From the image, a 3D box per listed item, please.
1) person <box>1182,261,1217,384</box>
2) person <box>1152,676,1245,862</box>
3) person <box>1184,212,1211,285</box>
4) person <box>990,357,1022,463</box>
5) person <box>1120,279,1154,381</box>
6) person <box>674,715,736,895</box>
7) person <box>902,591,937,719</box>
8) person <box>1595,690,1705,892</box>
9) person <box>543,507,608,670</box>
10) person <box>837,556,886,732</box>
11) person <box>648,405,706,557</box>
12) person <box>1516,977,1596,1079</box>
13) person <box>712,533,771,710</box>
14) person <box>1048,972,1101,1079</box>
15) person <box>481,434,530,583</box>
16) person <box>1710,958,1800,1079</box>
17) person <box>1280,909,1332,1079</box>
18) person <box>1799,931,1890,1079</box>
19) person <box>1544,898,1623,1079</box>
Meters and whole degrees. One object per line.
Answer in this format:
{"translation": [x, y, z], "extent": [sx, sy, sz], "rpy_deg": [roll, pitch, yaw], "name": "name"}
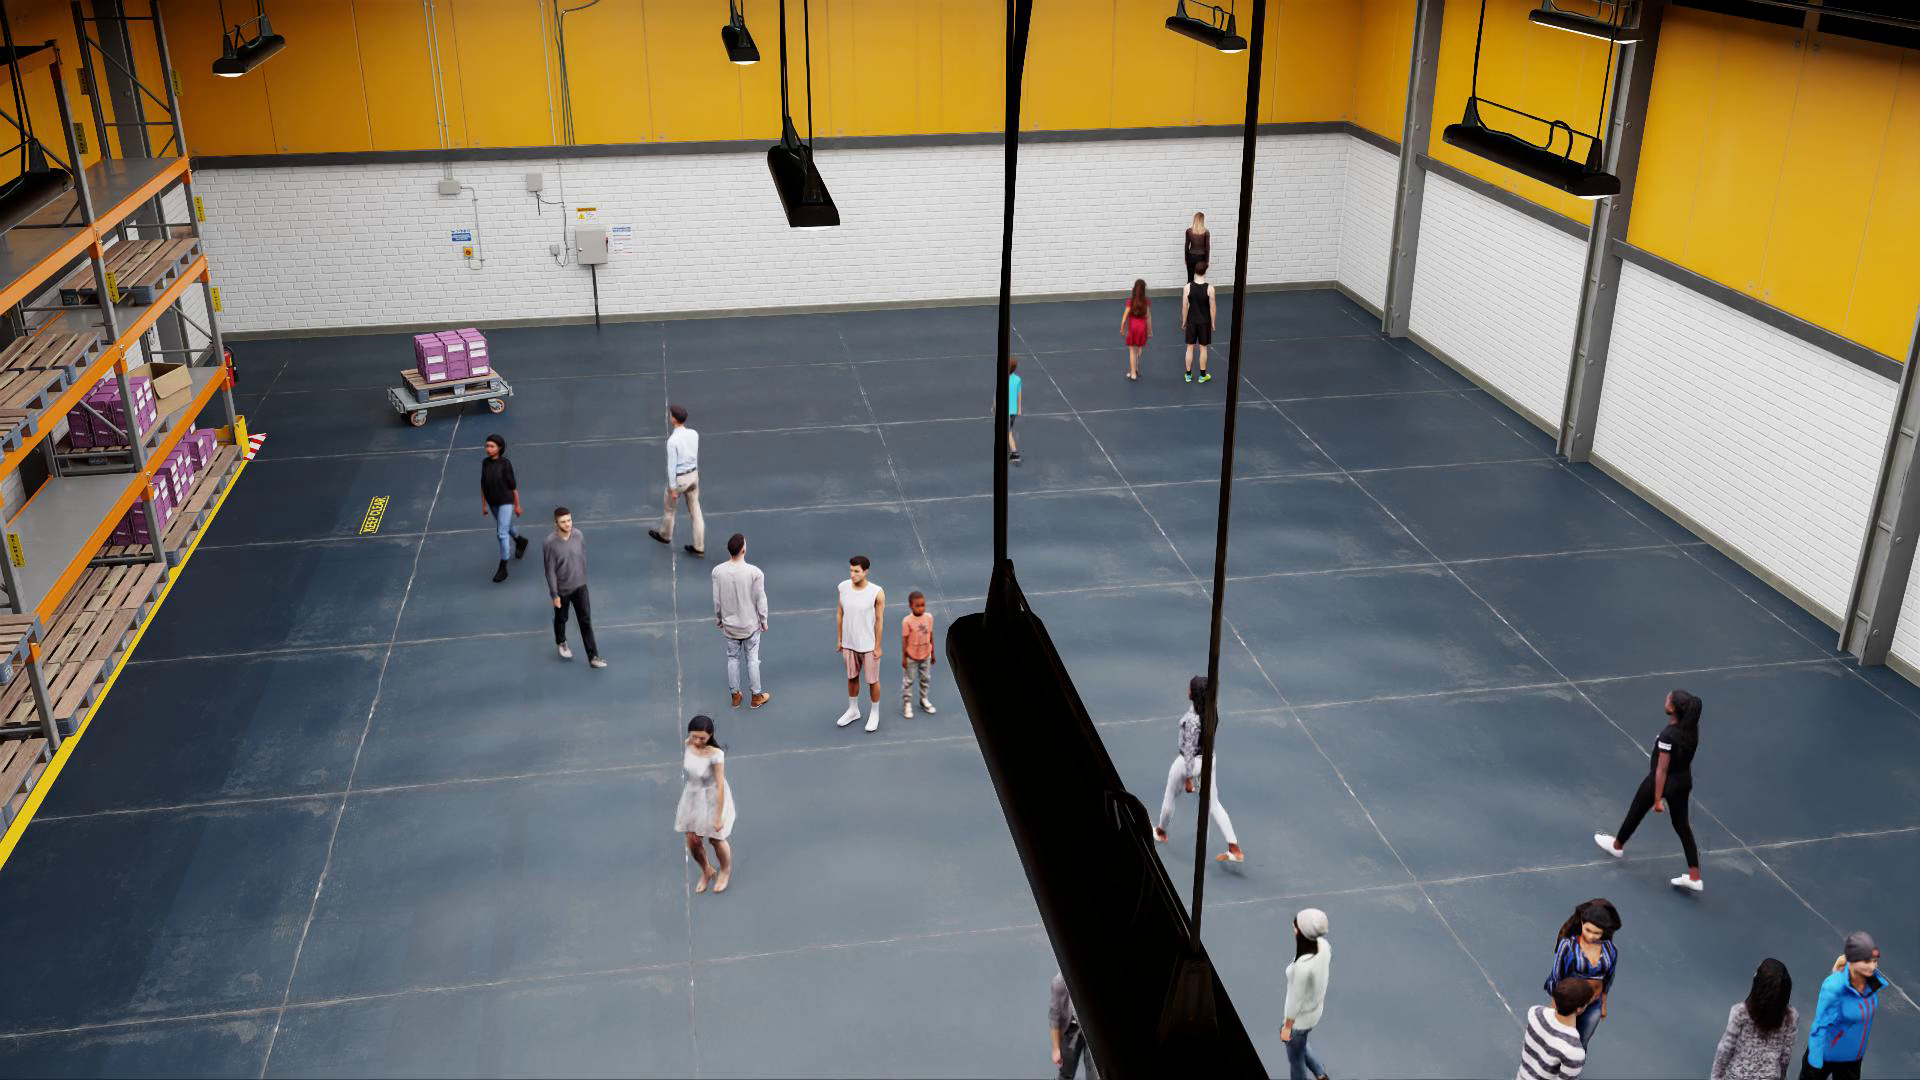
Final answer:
{"translation": [3.673, -3.361, 25.599], "extent": [0.763, 1.892, 0.757], "rpy_deg": [7, 25, 16], "name": "person"}
{"translation": [2.033, 1.927, 13.767], "extent": [1.262, 1.680, 1.093], "rpy_deg": [20, 30, 38], "name": "person"}
{"translation": [4.197, -4.973, 29.522], "extent": [0.673, 1.703, 0.680], "rpy_deg": [9, 25, 20], "name": "person"}
{"translation": [0.680, -1.746, 22.492], "extent": [0.788, 1.420, 1.018], "rpy_deg": [-15, 28, -30], "name": "person"}
{"translation": [2.771, -3.243, 25.788], "extent": [0.693, 1.523, 0.856], "rpy_deg": [-4, 24, -8], "name": "person"}
{"translation": [-1.989, 2.109, 13.279], "extent": [0.844, 1.737, 0.909], "rpy_deg": [20, 30, 38], "name": "person"}
{"translation": [-0.419, 1.089, 16.148], "extent": [0.526, 1.307, 0.516], "rpy_deg": [-10, 25, -21], "name": "person"}
{"translation": [5.824, 2.049, 13.481], "extent": [0.909, 1.684, 1.277], "rpy_deg": [-14, 27, -29], "name": "person"}
{"translation": [-4.055, 0.473, 17.051], "extent": [0.981, 1.713, 1.216], "rpy_deg": [-17, 29, -34], "name": "person"}
{"translation": [-0.934, 0.957, 15.849], "extent": [0.731, 1.789, 0.755], "rpy_deg": [10, 26, 22], "name": "person"}
{"translation": [-3.194, -0.659, 19.507], "extent": [1.159, 1.819, 1.055], "rpy_deg": [19, 30, 37], "name": "person"}
{"translation": [3.438, 3.456, 10.105], "extent": [0.908, 1.811, 1.098], "rpy_deg": [-11, 26, -23], "name": "person"}
{"translation": [-2.131, 0.781, 16.190], "extent": [0.751, 1.839, 0.684], "rpy_deg": [4, 24, 9], "name": "person"}
{"translation": [0.776, 3.223, 10.841], "extent": [0.676, 1.648, 0.833], "rpy_deg": [1, 24, 2], "name": "person"}
{"translation": [-5.243, -0.430, 19.179], "extent": [0.932, 1.663, 1.216], "rpy_deg": [7, 25, 16], "name": "person"}
{"translation": [4.918, 3.410, 10.326], "extent": [0.692, 1.718, 0.769], "rpy_deg": [0, 24, 0], "name": "person"}
{"translation": [2.348, 3.154, 11.011], "extent": [0.805, 1.639, 0.747], "rpy_deg": [13, 27, 27], "name": "person"}
{"translation": [5.532, 3.241, 10.627], "extent": [0.682, 1.786, 0.954], "rpy_deg": [-6, 24, -14], "name": "person"}
{"translation": [4.144, 3.101, 11.157], "extent": [0.633, 1.618, 0.593], "rpy_deg": [0, 24, -1], "name": "person"}
